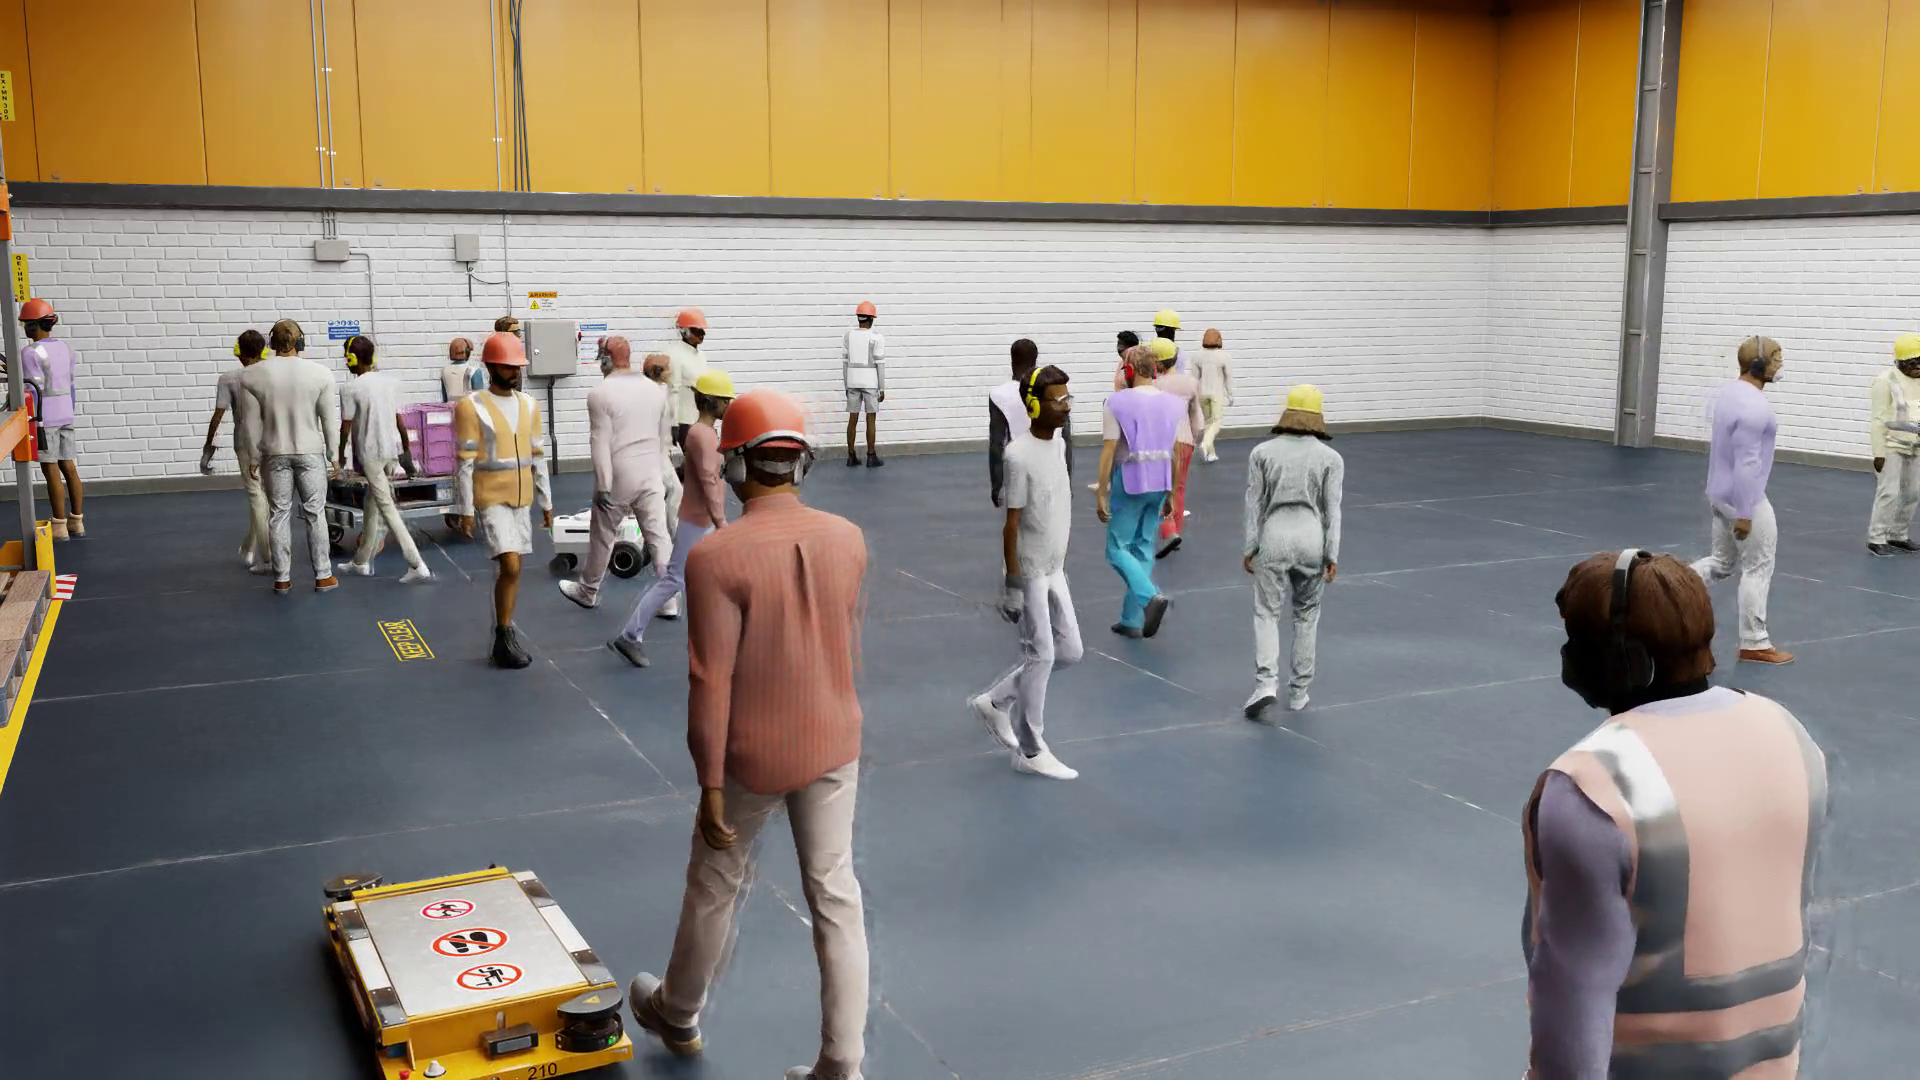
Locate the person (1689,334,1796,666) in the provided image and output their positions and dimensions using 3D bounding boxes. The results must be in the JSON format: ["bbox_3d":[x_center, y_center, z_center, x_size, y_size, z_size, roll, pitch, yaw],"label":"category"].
[{"bbox_3d":[4.409,-0.229,9.590,0.792,1.918,0.631,1,9,9],"label":"person"}]

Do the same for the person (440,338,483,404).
[{"bbox_3d":[-4.786,-1.159,16.238,0.534,1.620,0.521,4,10,23],"label":"person"}]

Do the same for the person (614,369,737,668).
[{"bbox_3d":[-1.541,-0.120,9.528,0.927,1.716,0.538,0,9,-1],"label":"person"}]

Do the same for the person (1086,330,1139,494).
[{"bbox_3d":[1.622,-1.274,16.805,0.768,1.663,0.551,-3,10,-17],"label":"person"}]

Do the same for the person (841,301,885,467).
[{"bbox_3d":[-1.106,-1.808,19.355,0.540,1.929,0.380,3,10,20],"label":"person"}]

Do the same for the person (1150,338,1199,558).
[{"bbox_3d":[1.740,-0.744,13.317,0.650,1.756,0.617,-6,11,-31],"label":"person"}]

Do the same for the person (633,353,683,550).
[{"bbox_3d":[-2.325,-0.668,13.218,0.667,1.612,0.538,-2,9,-15],"label":"person"}]

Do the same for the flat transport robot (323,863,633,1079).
[{"bbox_3d":[-1.539,1.307,5.150,0.652,0.197,1.431,-5,10,-27],"label":"flat transport robot"}]

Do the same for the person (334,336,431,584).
[{"bbox_3d":[-4.251,-0.582,12.162,0.983,1.814,0.513,4,10,25],"label":"person"}]

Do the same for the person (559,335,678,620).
[{"bbox_3d":[-2.237,-0.414,10.948,1.020,1.840,0.681,8,12,39],"label":"person"}]

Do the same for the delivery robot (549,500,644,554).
[{"bbox_3d":[-2.709,-0.062,12.476,0.707,0.478,0.477,0,9,1],"label":"delivery robot"}]

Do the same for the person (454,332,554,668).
[{"bbox_3d":[-2.536,-0.217,9.487,0.576,1.922,0.570,6,11,34],"label":"person"}]

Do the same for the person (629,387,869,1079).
[{"bbox_3d":[-0.567,0.559,4.602,0.610,1.940,1.008,-7,12,-39],"label":"person"}]

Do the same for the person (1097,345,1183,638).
[{"bbox_3d":[1.132,-0.270,10.140,0.620,1.816,0.616,-5,10,-28],"label":"person"}]

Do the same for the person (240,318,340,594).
[{"bbox_3d":[-4.693,-0.584,11.718,0.636,1.938,0.358,-2,9,-14],"label":"person"}]

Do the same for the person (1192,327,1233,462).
[{"bbox_3d":[2.963,-1.710,19.705,0.506,1.614,0.679,6,11,32],"label":"person"}]

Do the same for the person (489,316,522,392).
[{"bbox_3d":[-4.317,-1.210,15.894,0.350,1.847,0.506,-1,9,-6],"label":"person"}]

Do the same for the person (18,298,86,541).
[{"bbox_3d":[-7.682,-1.004,14.003,0.379,2.045,0.605,1,9,5],"label":"person"}]

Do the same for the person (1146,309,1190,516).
[{"bbox_3d":[1.884,-1.172,15.412,0.366,1.926,0.587,-8,12,-40],"label":"person"}]

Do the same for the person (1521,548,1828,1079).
[{"bbox_3d":[1.139,0.896,2.954,0.634,1.796,0.924,-4,10,-22],"label":"person"}]

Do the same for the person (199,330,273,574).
[{"bbox_3d":[-5.412,-0.671,12.613,0.684,1.815,0.911,-9,13,-44],"label":"person"}]

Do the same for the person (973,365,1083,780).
[{"bbox_3d":[0.310,0.145,7.462,0.485,1.857,0.535,5,10,27],"label":"person"}]

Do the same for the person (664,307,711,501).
[{"bbox_3d":[-2.453,-1.058,14.598,0.746,1.975,0.622,3,10,18],"label":"person"}]

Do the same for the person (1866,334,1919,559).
[{"bbox_3d":[7.400,-0.731,13.097,0.624,1.789,0.462,-3,10,-21],"label":"person"}]

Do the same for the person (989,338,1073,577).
[{"bbox_3d":[0.474,-0.455,11.352,0.603,1.808,1.158,-4,10,-23],"label":"person"}]

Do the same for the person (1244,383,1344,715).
[{"bbox_3d":[1.704,0.054,8.530,0.497,1.696,0.667,2,9,13],"label":"person"}]
